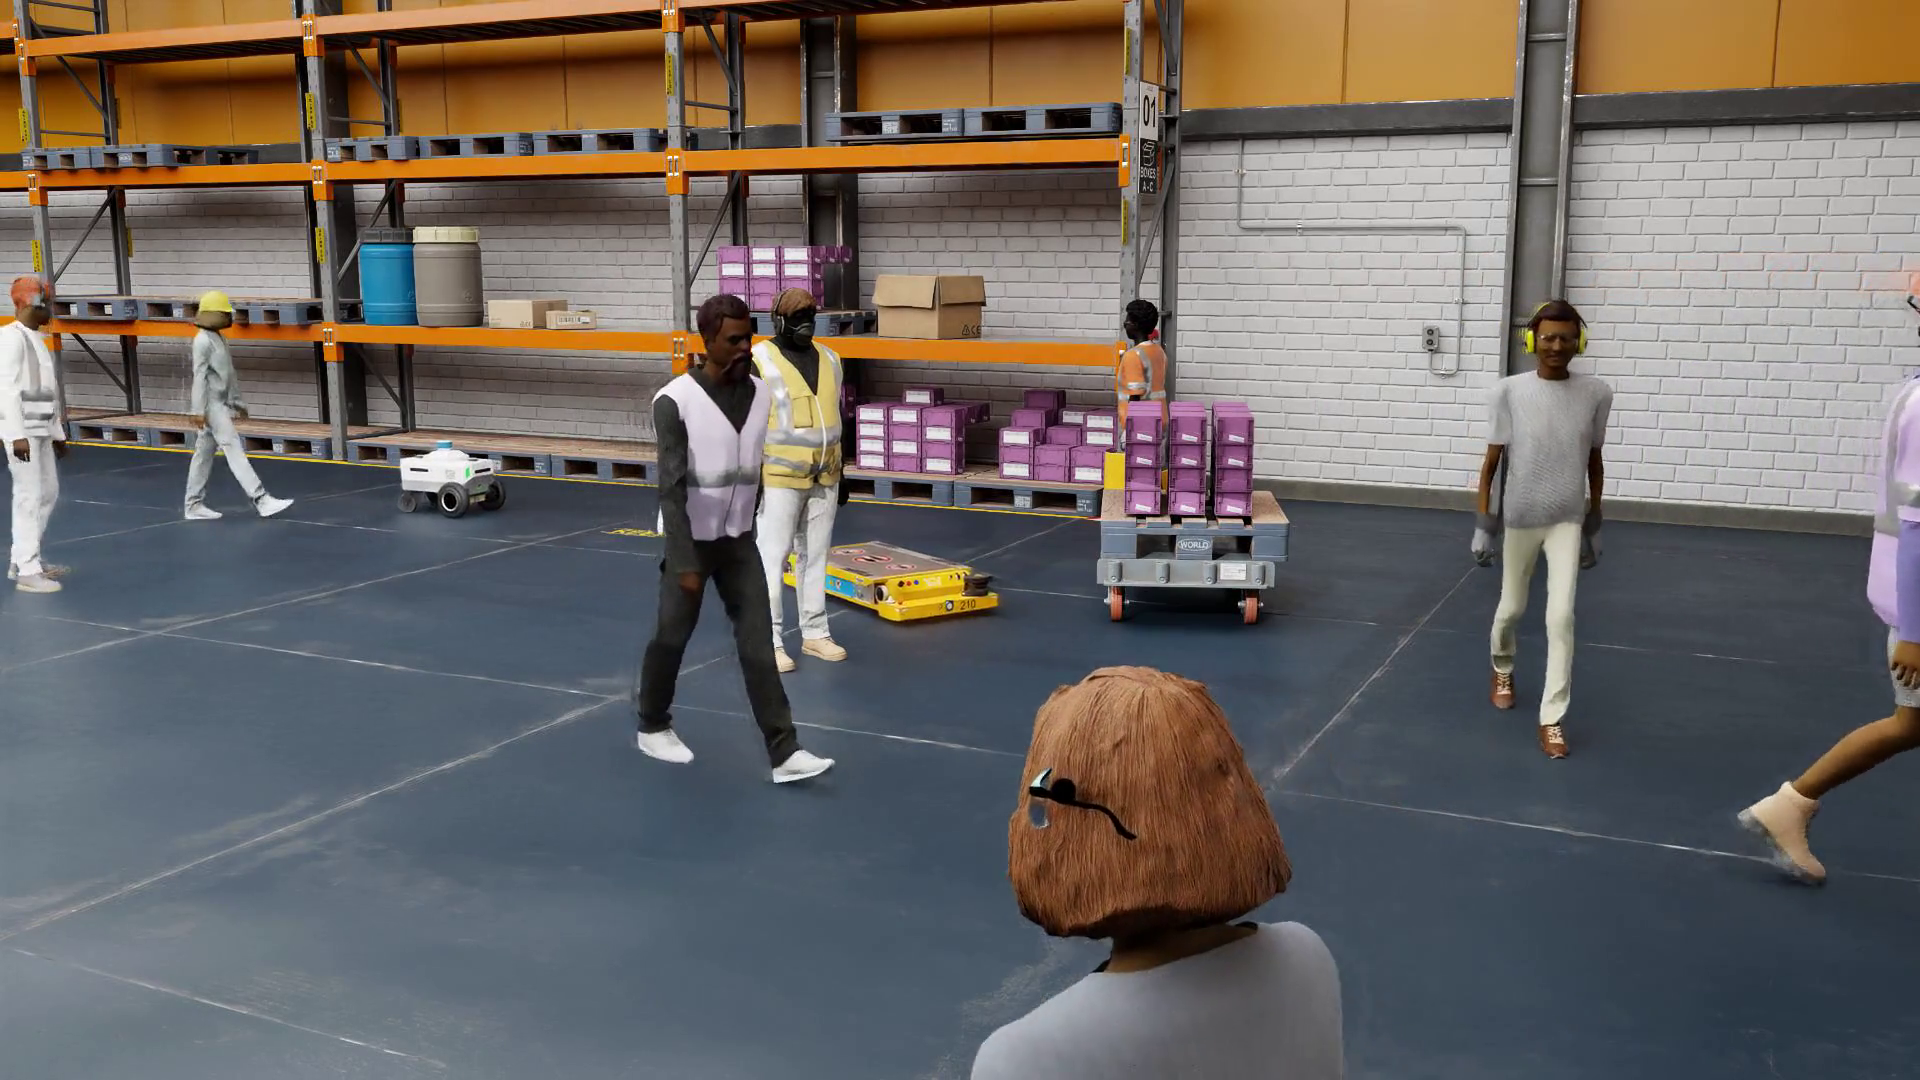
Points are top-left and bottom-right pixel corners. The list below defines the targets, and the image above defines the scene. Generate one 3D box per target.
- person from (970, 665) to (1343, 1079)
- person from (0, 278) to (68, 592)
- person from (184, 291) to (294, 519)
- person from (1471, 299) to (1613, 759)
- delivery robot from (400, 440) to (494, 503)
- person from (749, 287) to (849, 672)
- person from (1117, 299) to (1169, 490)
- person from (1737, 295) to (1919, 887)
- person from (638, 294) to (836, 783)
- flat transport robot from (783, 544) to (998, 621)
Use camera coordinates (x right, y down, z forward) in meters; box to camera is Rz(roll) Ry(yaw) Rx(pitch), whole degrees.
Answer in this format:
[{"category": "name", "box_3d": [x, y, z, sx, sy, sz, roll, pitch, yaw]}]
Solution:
[{"category": "person", "box_3d": [0.192, 0.931, 1.680, 0.502, 1.624, 0.383, -7, 12, -36]}, {"category": "person", "box_3d": [-5.601, -0.623, 9.940, 0.397, 1.861, 0.647, -2, 10, -12]}, {"category": "person", "box_3d": [-5.459, -0.997, 12.458, 0.865, 1.698, 0.512, -2, 10, -9]}, {"category": "person", "box_3d": [2.419, -0.094, 6.963, 0.535, 1.836, 0.933, 2, 10, 9]}, {"category": "delivery robot", "box_3d": [-3.945, -0.522, 12.785, 0.707, 0.478, 0.477, 5, 11, 24]}, {"category": "person", "box_3d": [-0.788, -0.295, 8.068, 0.633, 1.842, 0.429, -9, 13, -42]}, {"category": "person", "box_3d": [1.207, -0.739, 11.026, 0.322, 1.697, 0.536, 5, 11, 27]}, {"category": "person", "box_3d": [2.860, 0.164, 4.948, 0.883, 2.018, 0.622, 6, 12, 31]}, {"category": "person", "box_3d": [-0.930, 0.003, 6.329, 1.019, 1.855, 0.599, 8, 13, 38]}, {"category": "flat transport robot", "box_3d": [-0.456, 0.215, 9.644, 0.652, 0.197, 1.431, -7, 12, -34]}]
